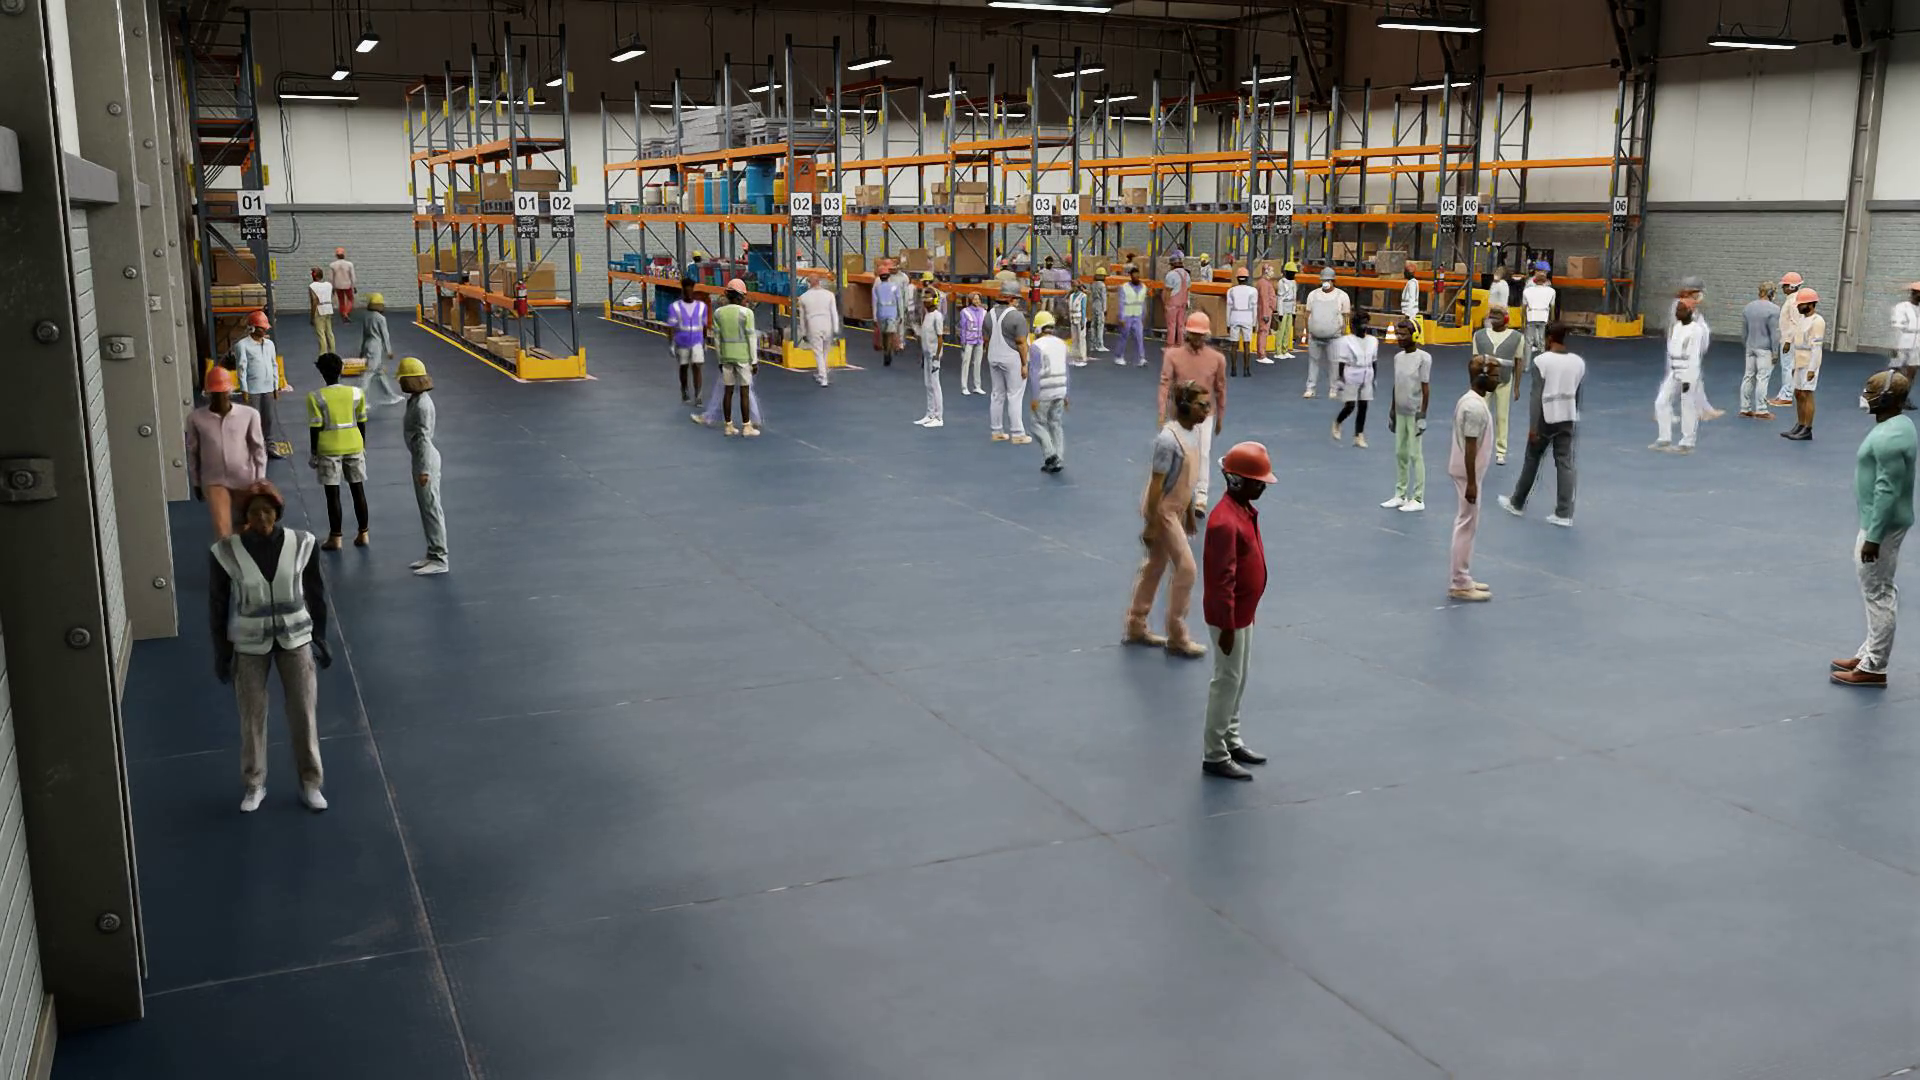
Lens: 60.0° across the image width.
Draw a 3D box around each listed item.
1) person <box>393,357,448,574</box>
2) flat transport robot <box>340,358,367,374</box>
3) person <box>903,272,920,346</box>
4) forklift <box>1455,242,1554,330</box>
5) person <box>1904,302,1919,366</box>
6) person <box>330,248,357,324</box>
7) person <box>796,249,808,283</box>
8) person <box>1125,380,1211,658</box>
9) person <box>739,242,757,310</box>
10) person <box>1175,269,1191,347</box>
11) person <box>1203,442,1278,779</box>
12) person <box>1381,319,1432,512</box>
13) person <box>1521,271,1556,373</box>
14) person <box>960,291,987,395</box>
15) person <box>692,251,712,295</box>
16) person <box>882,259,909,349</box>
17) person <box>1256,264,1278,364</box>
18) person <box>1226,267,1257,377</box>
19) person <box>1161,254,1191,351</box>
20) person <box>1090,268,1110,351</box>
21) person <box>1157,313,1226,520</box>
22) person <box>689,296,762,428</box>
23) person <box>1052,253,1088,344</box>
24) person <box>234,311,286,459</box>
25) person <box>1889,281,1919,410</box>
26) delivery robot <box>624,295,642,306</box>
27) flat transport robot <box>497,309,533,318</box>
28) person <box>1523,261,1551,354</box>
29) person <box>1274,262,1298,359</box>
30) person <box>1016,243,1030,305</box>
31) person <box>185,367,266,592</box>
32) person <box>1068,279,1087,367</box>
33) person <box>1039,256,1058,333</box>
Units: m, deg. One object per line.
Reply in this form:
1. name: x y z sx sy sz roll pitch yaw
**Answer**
1. person: -4.331 -0.594 13.336 0.323 1.736 0.486 -5 12 -24
2. flat transport robot: -10.905 -3.161 30.109 0.652 0.197 1.431 -5 12 -22
3. person: -1.114 -4.975 35.901 0.519 1.621 0.593 -7 13 -32
4. forklift: 13.047 -6.049 39.881 2.313 2.155 1.214 -5 12 -23
5. person: 17.917 -4.094 30.894 0.598 1.812 0.804 1 11 3
6. person: -15.978 -6.579 43.112 0.645 1.980 0.430 -1 11 -6
7. person: -5.048 -8.278 52.371 0.575 1.739 0.349 -2 11 -12
8. person: 1.414 -0.145 10.881 0.734 1.800 0.508 5 12 23
9. person: -6.311 -7.864 49.545 0.613 2.028 0.409 3 11 14
10. person: 4.752 -4.934 35.511 0.320 1.686 0.542 -2 11 -10
11. person: 1.424 0.355 8.499 0.355 1.737 0.578 4 12 19
12. person: 4.345 -1.209 16.143 0.340 1.866 0.516 -5 12 -25
13. person: 10.390 -3.909 29.929 0.561 1.836 0.394 3 11 13
14. person: 0.217 -3.128 26.448 0.515 1.642 0.314 -8 13 -34
15. person: -6.845 -6.603 43.530 0.599 1.862 0.991 -8 14 -36
16. person: -1.408 -4.995 35.265 0.650 1.904 0.403 2 11 12
17. person: 5.891 -4.350 31.979 0.409 1.908 0.647 1 11 6
18. person: 4.975 -3.846 29.405 0.543 1.920 0.421 3 12 16
19. person: 4.470 -4.957 34.725 0.685 2.000 0.535 -10 15 -42
20. person: 2.929 -4.822 34.819 0.311 1.735 0.484 -7 13 -31
21. person: 2.193 -1.179 15.779 0.622 1.931 1.045 2 11 11
22. person: -3.114 -2.363 22.209 1.001 1.772 0.577 1 11 3
23. person: 2.387 -5.322 36.719 0.612 1.999 1.053 -8 13 -34
24. person: -8.133 -1.782 19.343 0.353 1.743 0.564 5 12 24
25. person: 13.918 -2.882 24.565 0.574 1.890 0.755 -3 11 -14
26. delivery robot: -9.309 -6.751 47.389 0.477 0.478 0.707 -7 13 -32
27. flat transport robot: -12.260 -6.254 45.825 0.652 0.197 1.431 -6 13 -28
28. person: 11.903 -4.793 34.297 0.607 1.898 1.002 -6 13 -27
29. person: 6.492 -4.544 32.953 0.409 1.918 0.584 9 14 39
30. person: 1.935 -8.003 50.285 0.643 2.012 0.777 -6 13 -29
31. person: -5.699 -0.500 12.946 0.556 1.710 0.903 -5 12 -25
32. person: 2.222 -4.090 31.366 0.311 1.631 0.504 -6 13 -29
33. person: 2.119 -5.877 39.877 0.505 1.861 0.330 -4 12 -18
